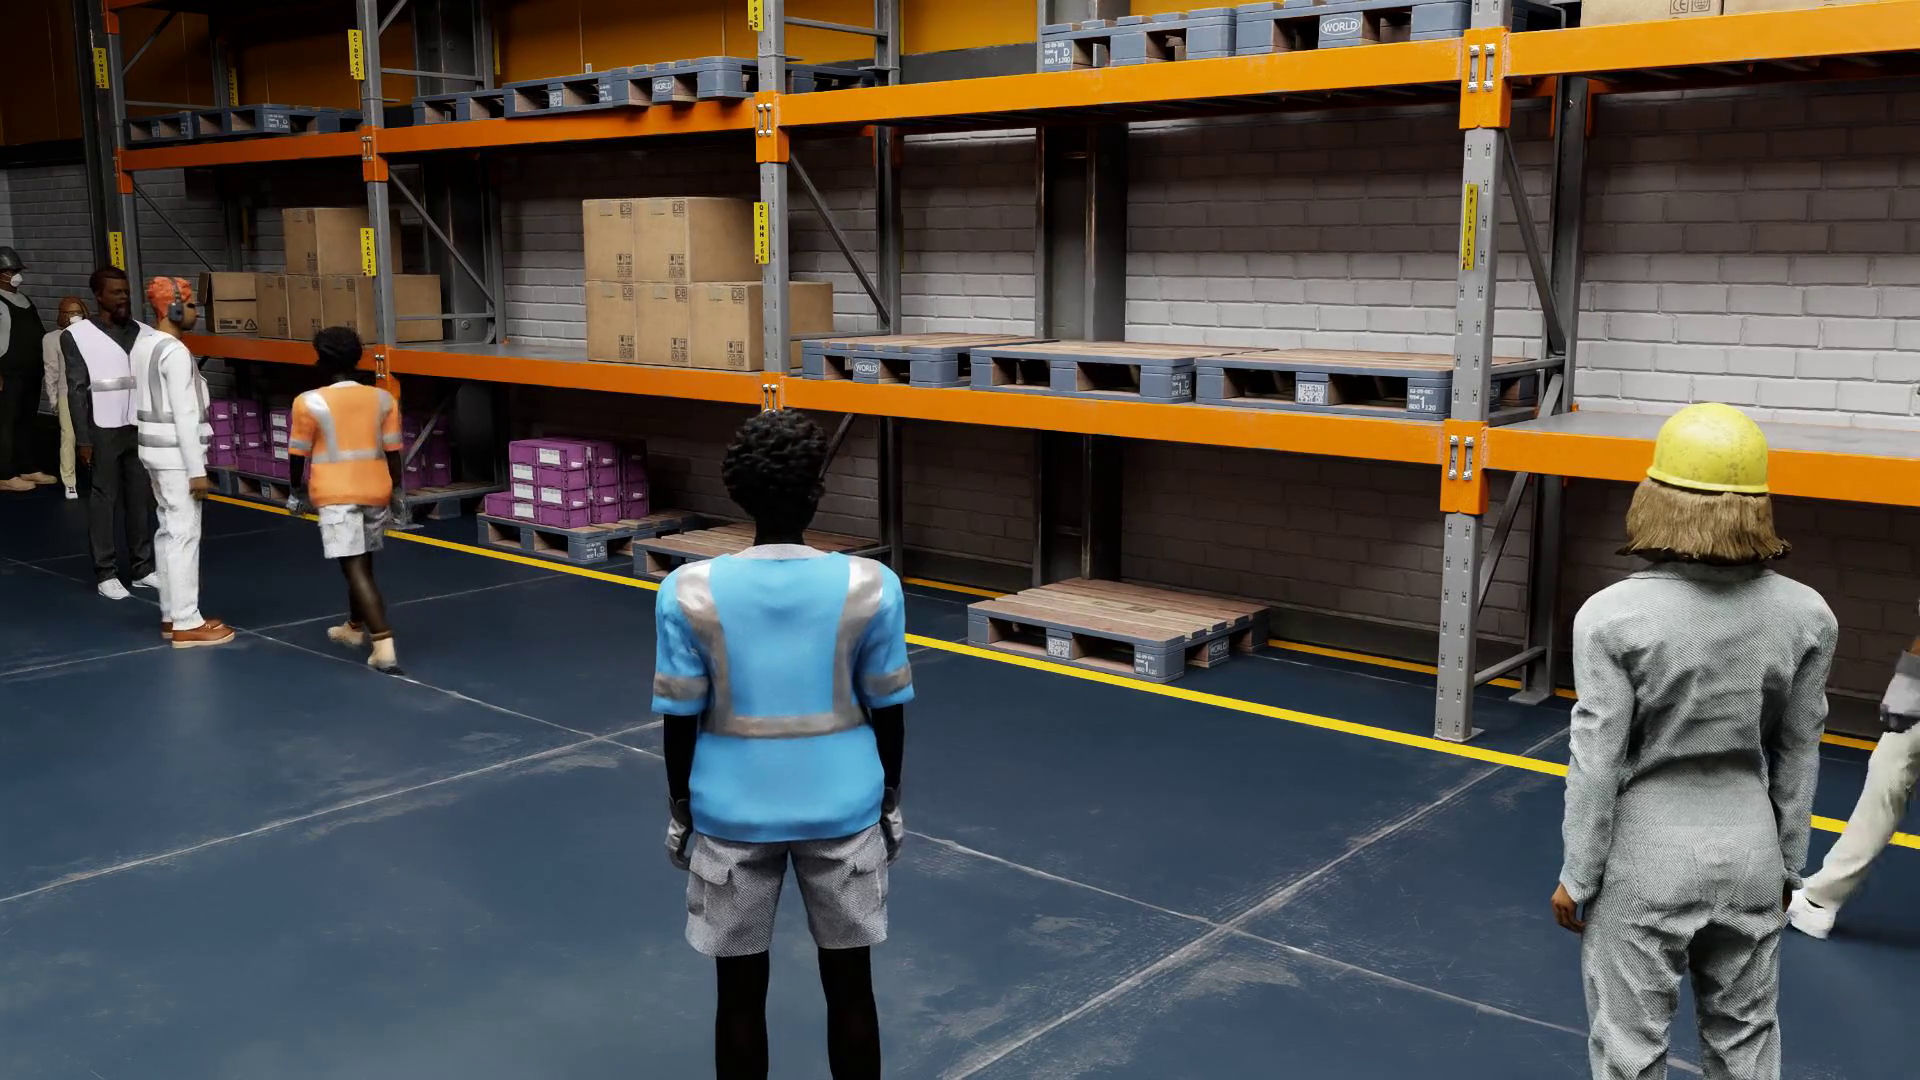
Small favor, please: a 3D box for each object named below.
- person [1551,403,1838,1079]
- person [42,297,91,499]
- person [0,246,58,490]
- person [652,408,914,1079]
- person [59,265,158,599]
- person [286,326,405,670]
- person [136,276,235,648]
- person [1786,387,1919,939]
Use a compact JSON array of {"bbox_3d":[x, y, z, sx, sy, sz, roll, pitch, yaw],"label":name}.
[{"bbox_3d":[1.354,0.613,3.138,0.487,1.744,0.294,-1,10,-5],"label":"person"},{"bbox_3d":[-7.146,-1.154,13.511,0.271,1.632,0.508,8,13,40],"label":"person"},{"bbox_3d":[-7.936,-1.448,14.024,0.537,2.000,0.682,0,10,-2],"label":"person"},{"bbox_3d":[-0.364,0.573,3.485,0.537,1.698,0.320,-1,10,-6],"label":"person"},{"bbox_3d":[-4.912,-0.631,9.715,0.391,1.922,0.593,5,11,25],"label":"person"},{"bbox_3d":[-2.964,-0.210,8.085,0.850,1.654,0.531,8,13,39],"label":"person"},{"bbox_3d":[-3.979,-0.393,8.471,0.352,1.880,0.575,-8,13,-38],"label":"person"},{"bbox_3d":[2.623,0.320,4.573,0.859,1.832,0.546,6,12,32],"label":"person"}]
